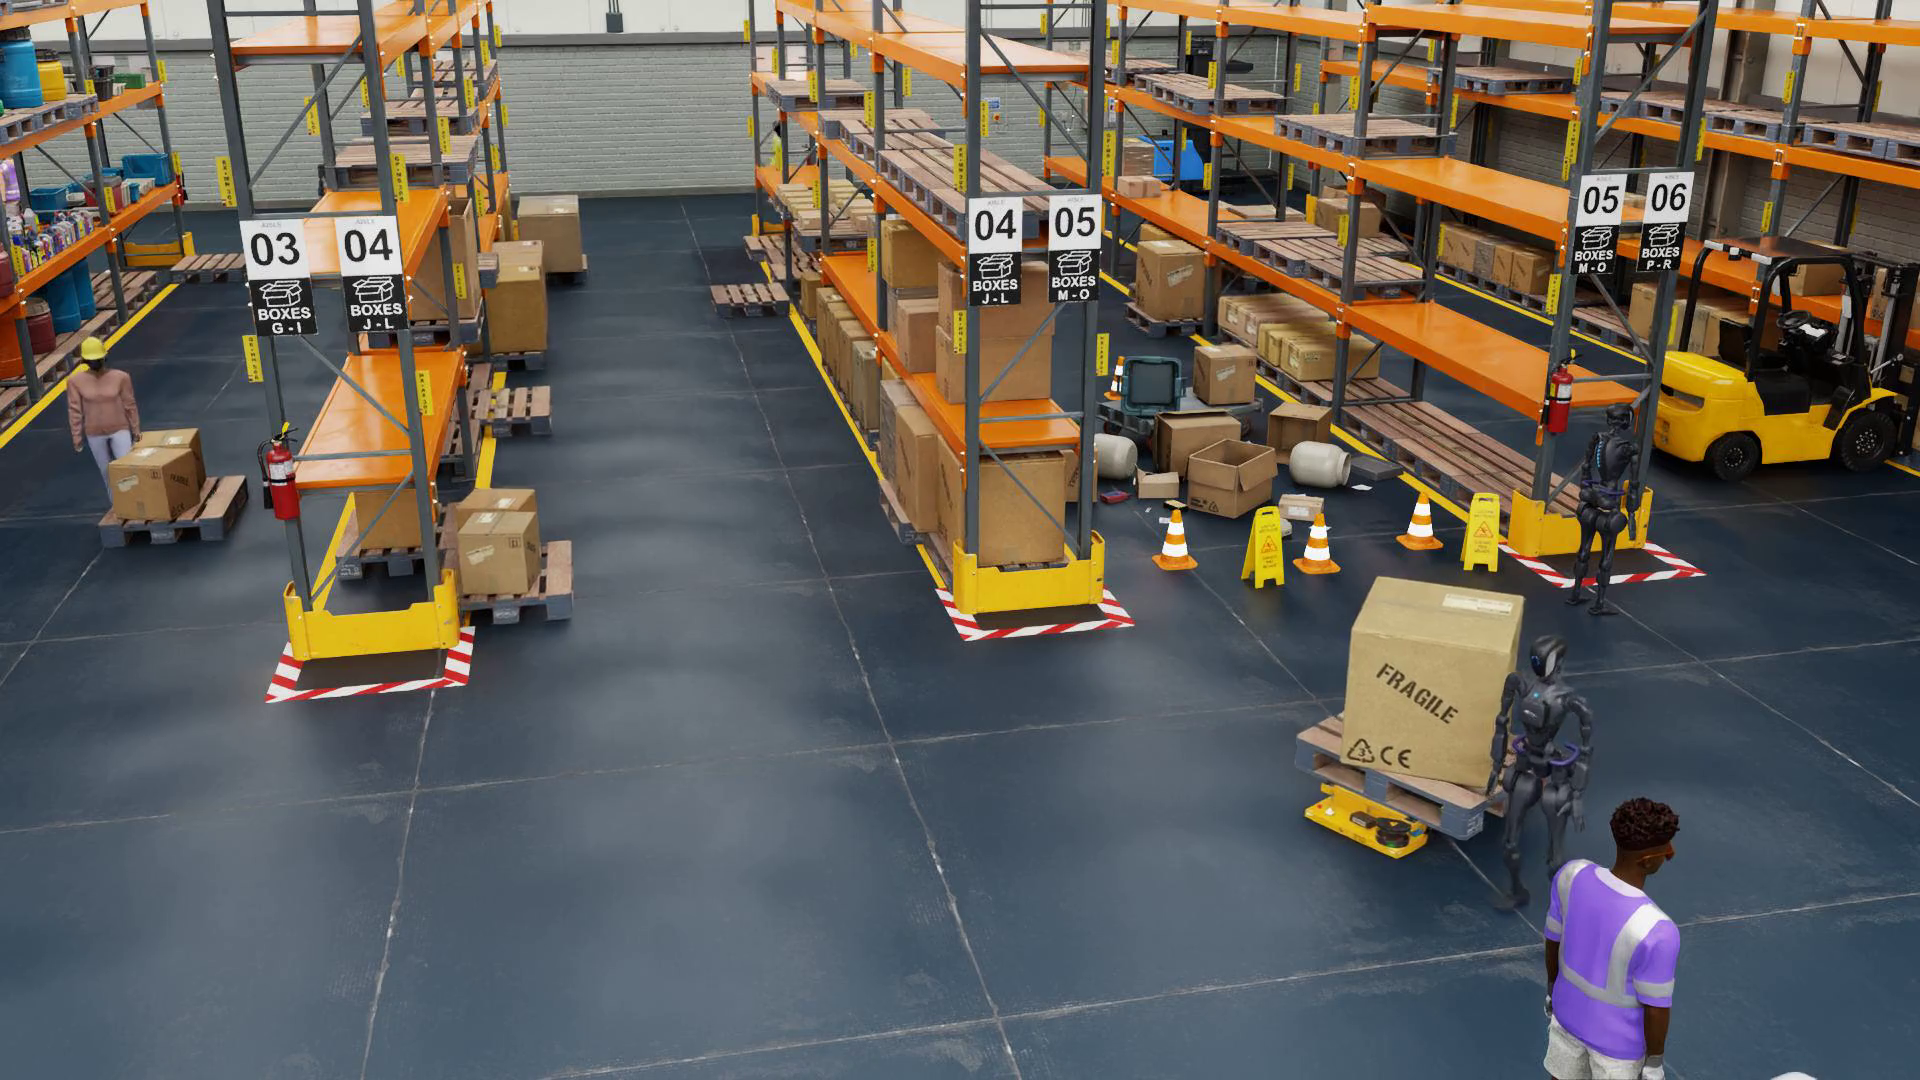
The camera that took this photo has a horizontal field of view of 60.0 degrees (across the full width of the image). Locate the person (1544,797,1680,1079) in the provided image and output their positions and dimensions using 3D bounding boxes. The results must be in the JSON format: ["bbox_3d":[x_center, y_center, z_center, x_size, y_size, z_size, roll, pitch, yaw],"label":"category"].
[{"bbox_3d":[2.571,1.911,6.622,0.362,1.963,0.611,-9,22,-22],"label":"person"}]

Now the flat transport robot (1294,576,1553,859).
[{"bbox_3d":[2.819,1.515,10.123,1.431,0.231,0.659,-17,26,-39],"label":"flat transport robot"}]

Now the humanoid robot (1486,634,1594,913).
[{"bbox_3d":[3.088,1.256,8.805,0.362,1.635,0.599,-16,26,-36],"label":"humanoid robot"}]

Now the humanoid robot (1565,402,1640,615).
[{"bbox_3d":[4.984,-0.261,12.863,0.315,1.657,0.599,-8,22,-21],"label":"humanoid robot"}]

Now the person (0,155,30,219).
[{"bbox_3d":[-15.324,-5.515,27.019,0.349,1.688,0.489,11,23,27],"label":"person"}]

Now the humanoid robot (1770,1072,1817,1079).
[{"bbox_3d":[2.848,2.467,5.554,0.899,1.789,0.552,-15,25,-36],"label":"humanoid robot"}]

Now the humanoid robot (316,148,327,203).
[{"bbox_3d":[-10.312,-5.656,27.416,0.450,1.649,0.601,7,22,19],"label":"humanoid robot"}]

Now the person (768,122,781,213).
[{"bbox_3d":[-3.314,-6.877,30.675,0.378,1.682,0.553,-1,20,-2],"label":"person"}]

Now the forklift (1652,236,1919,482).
[{"bbox_3d":[8.013,-1.814,16.330,2.313,2.155,1.214,-4,21,-12],"label":"forklift"}]

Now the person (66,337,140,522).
[{"bbox_3d":[-7.484,-0.917,14.584,0.534,1.724,0.901,-7,22,-19],"label":"person"}]

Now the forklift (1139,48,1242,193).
[{"bbox_3d":[4.566,-8.313,32.860,1.873,2.768,1.129,-4,21,-12],"label":"forklift"}]
